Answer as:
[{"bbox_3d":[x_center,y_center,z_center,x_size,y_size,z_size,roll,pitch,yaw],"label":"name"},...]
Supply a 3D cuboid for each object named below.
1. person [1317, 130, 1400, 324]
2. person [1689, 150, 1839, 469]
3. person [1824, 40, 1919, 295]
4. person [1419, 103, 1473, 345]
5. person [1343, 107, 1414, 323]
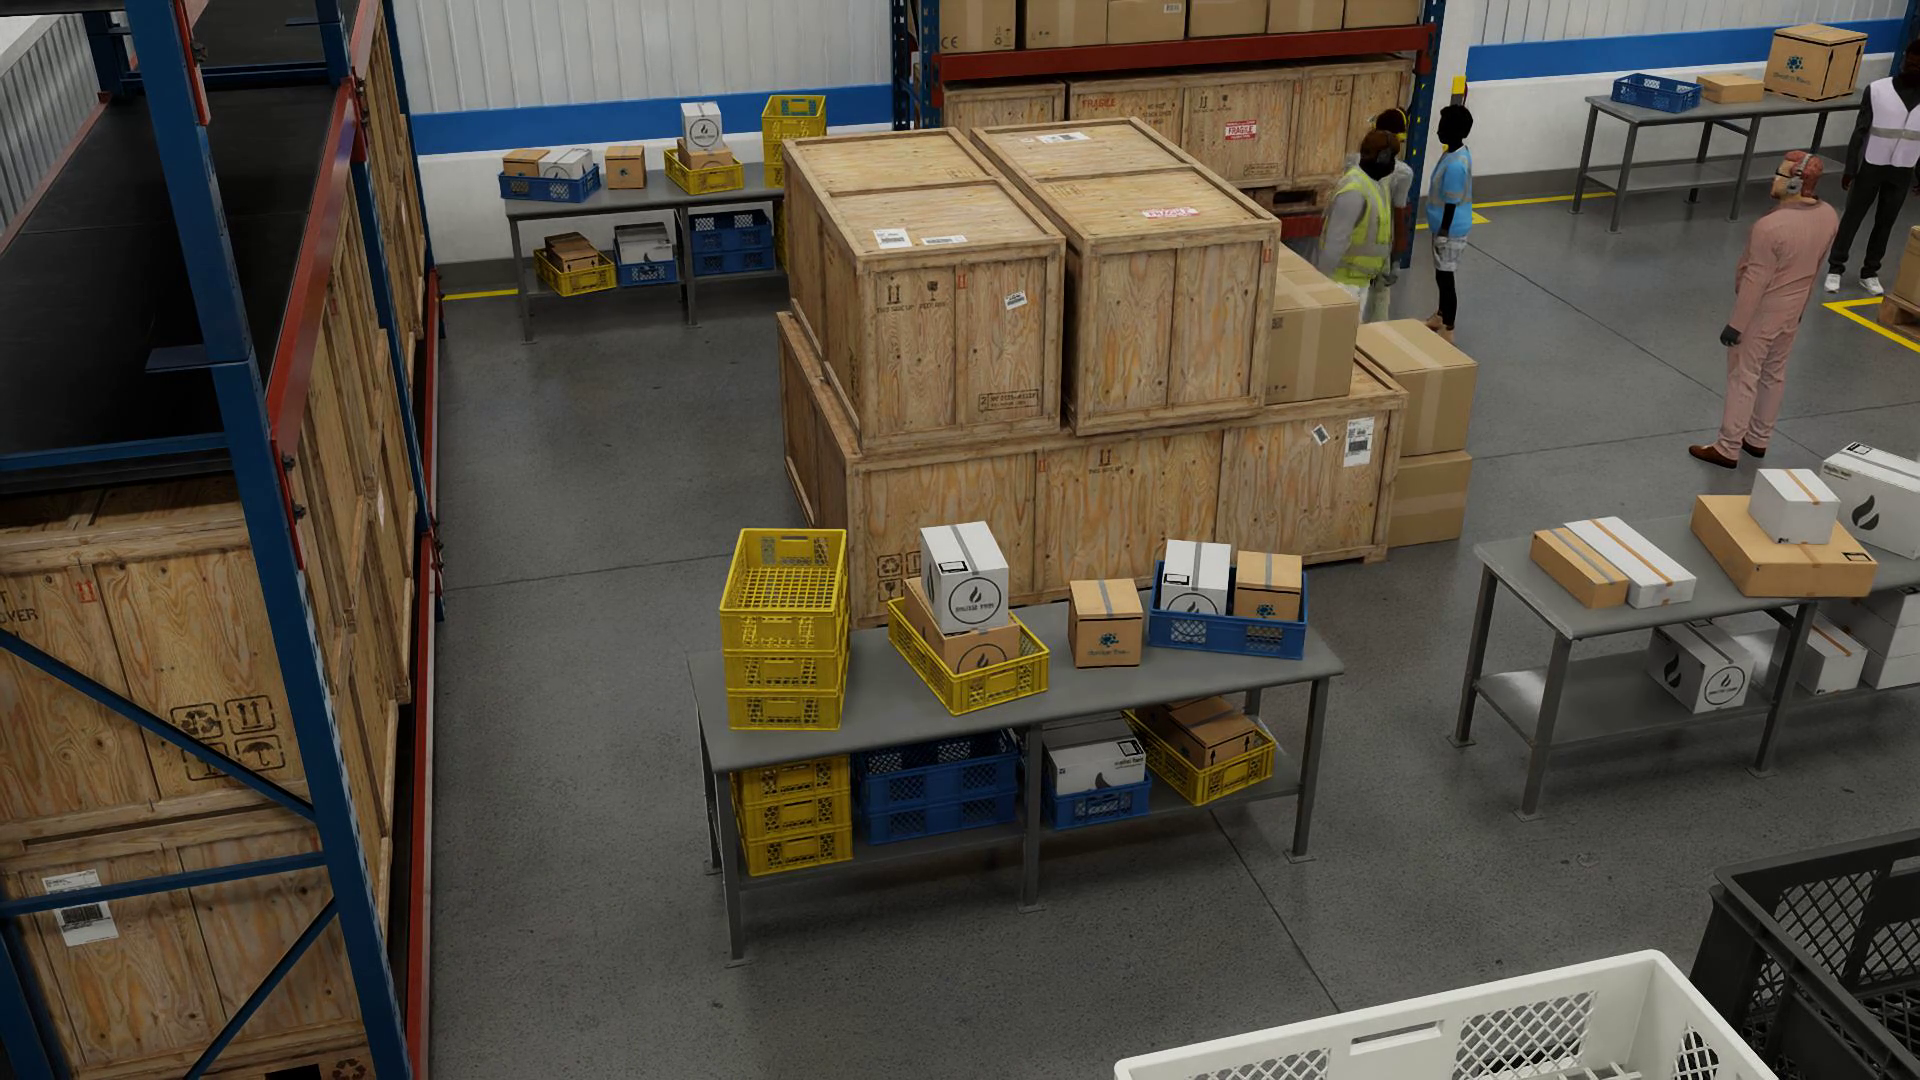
[{"bbox_3d":[2.467,-1.690,10.584,0.470,1.803,0.726,15,32,25],"label":"person"},{"bbox_3d":[4.772,-1.359,9.867,0.651,1.910,0.409,-16,33,-26],"label":"person"},{"bbox_3d":[6.943,-2.793,12.467,0.595,1.912,0.374,5,29,9],"label":"person"},{"bbox_3d":[3.395,-2.189,11.603,0.323,1.687,0.537,6,29,10],"label":"person"},{"bbox_3d":[2.673,-1.950,11.042,0.578,1.819,0.957,22,36,34],"label":"person"}]
